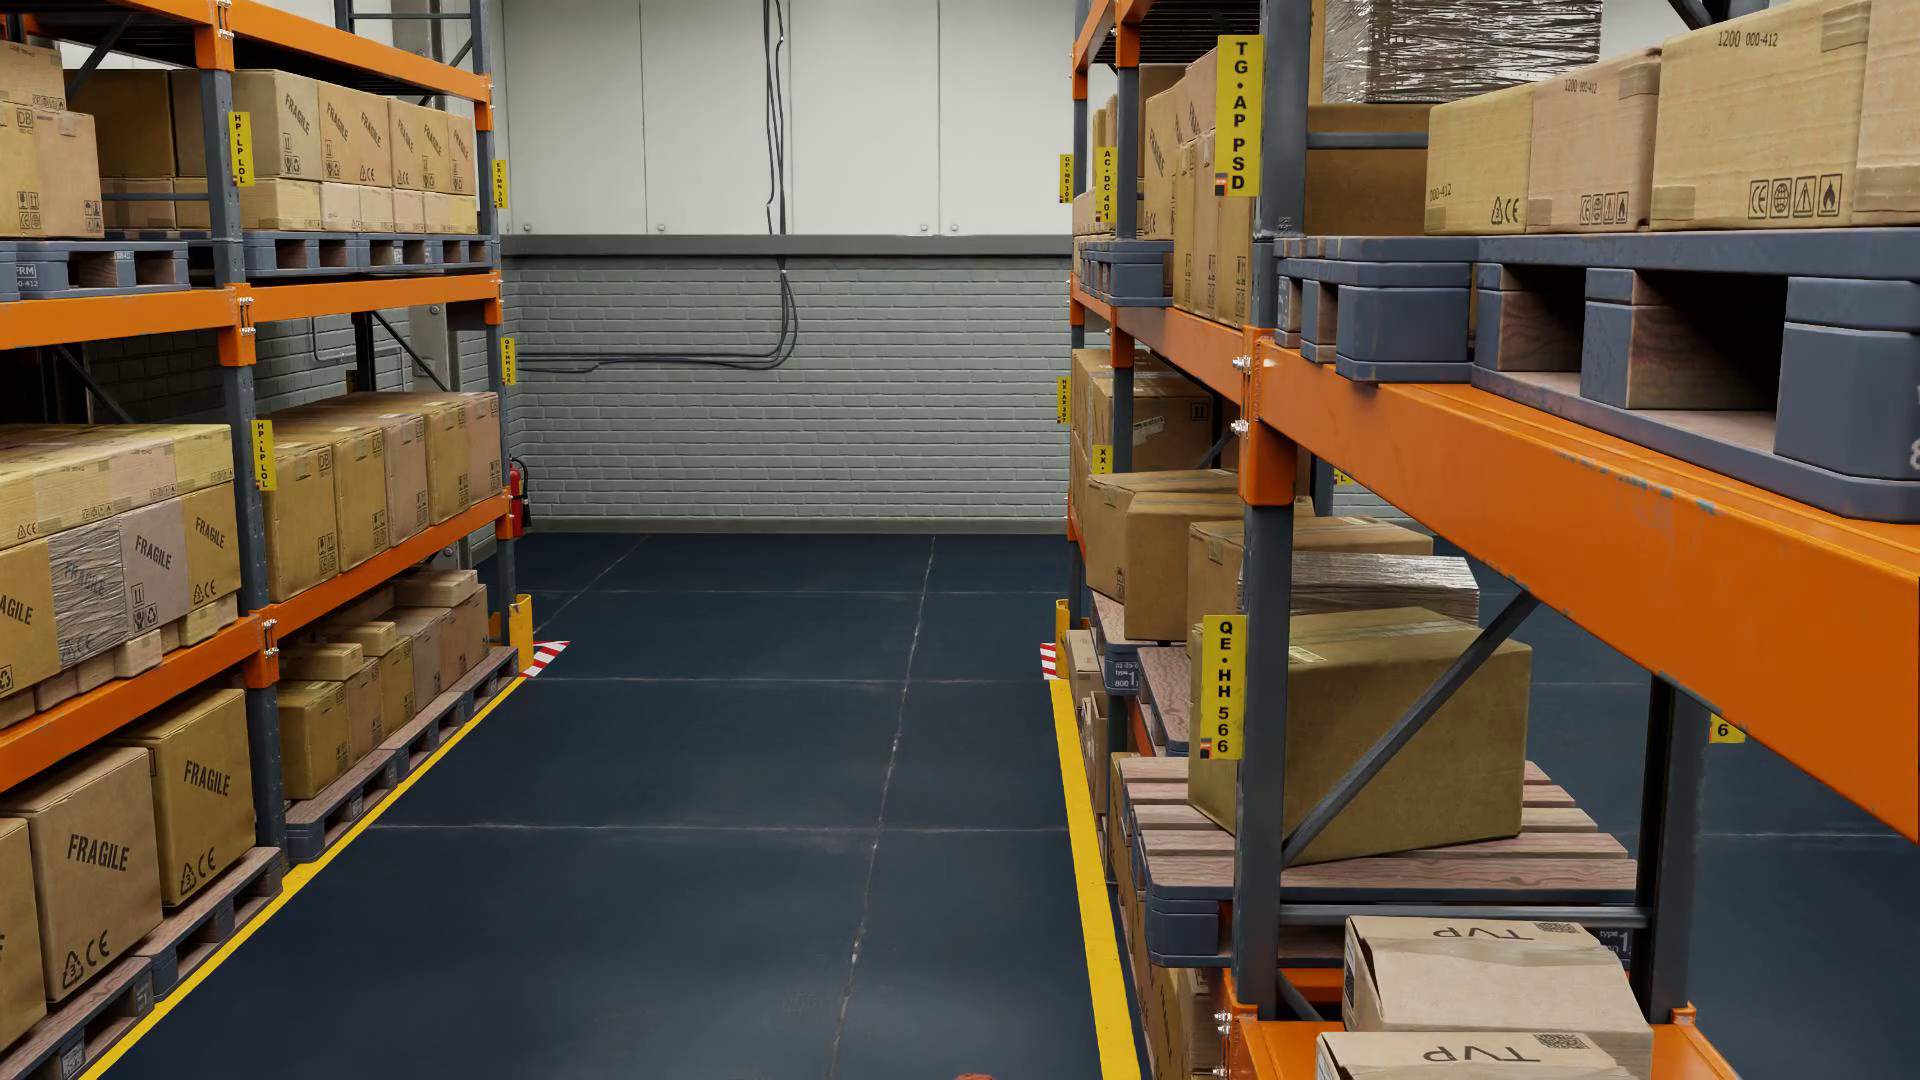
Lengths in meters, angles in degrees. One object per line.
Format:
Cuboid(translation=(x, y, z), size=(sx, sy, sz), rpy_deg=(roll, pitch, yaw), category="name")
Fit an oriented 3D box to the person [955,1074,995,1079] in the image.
Cuboid(translation=(0.011, 1.674, 2.431), size=(0.584, 1.882, 0.345), rpy_deg=(0, 10, 1), category="person")
